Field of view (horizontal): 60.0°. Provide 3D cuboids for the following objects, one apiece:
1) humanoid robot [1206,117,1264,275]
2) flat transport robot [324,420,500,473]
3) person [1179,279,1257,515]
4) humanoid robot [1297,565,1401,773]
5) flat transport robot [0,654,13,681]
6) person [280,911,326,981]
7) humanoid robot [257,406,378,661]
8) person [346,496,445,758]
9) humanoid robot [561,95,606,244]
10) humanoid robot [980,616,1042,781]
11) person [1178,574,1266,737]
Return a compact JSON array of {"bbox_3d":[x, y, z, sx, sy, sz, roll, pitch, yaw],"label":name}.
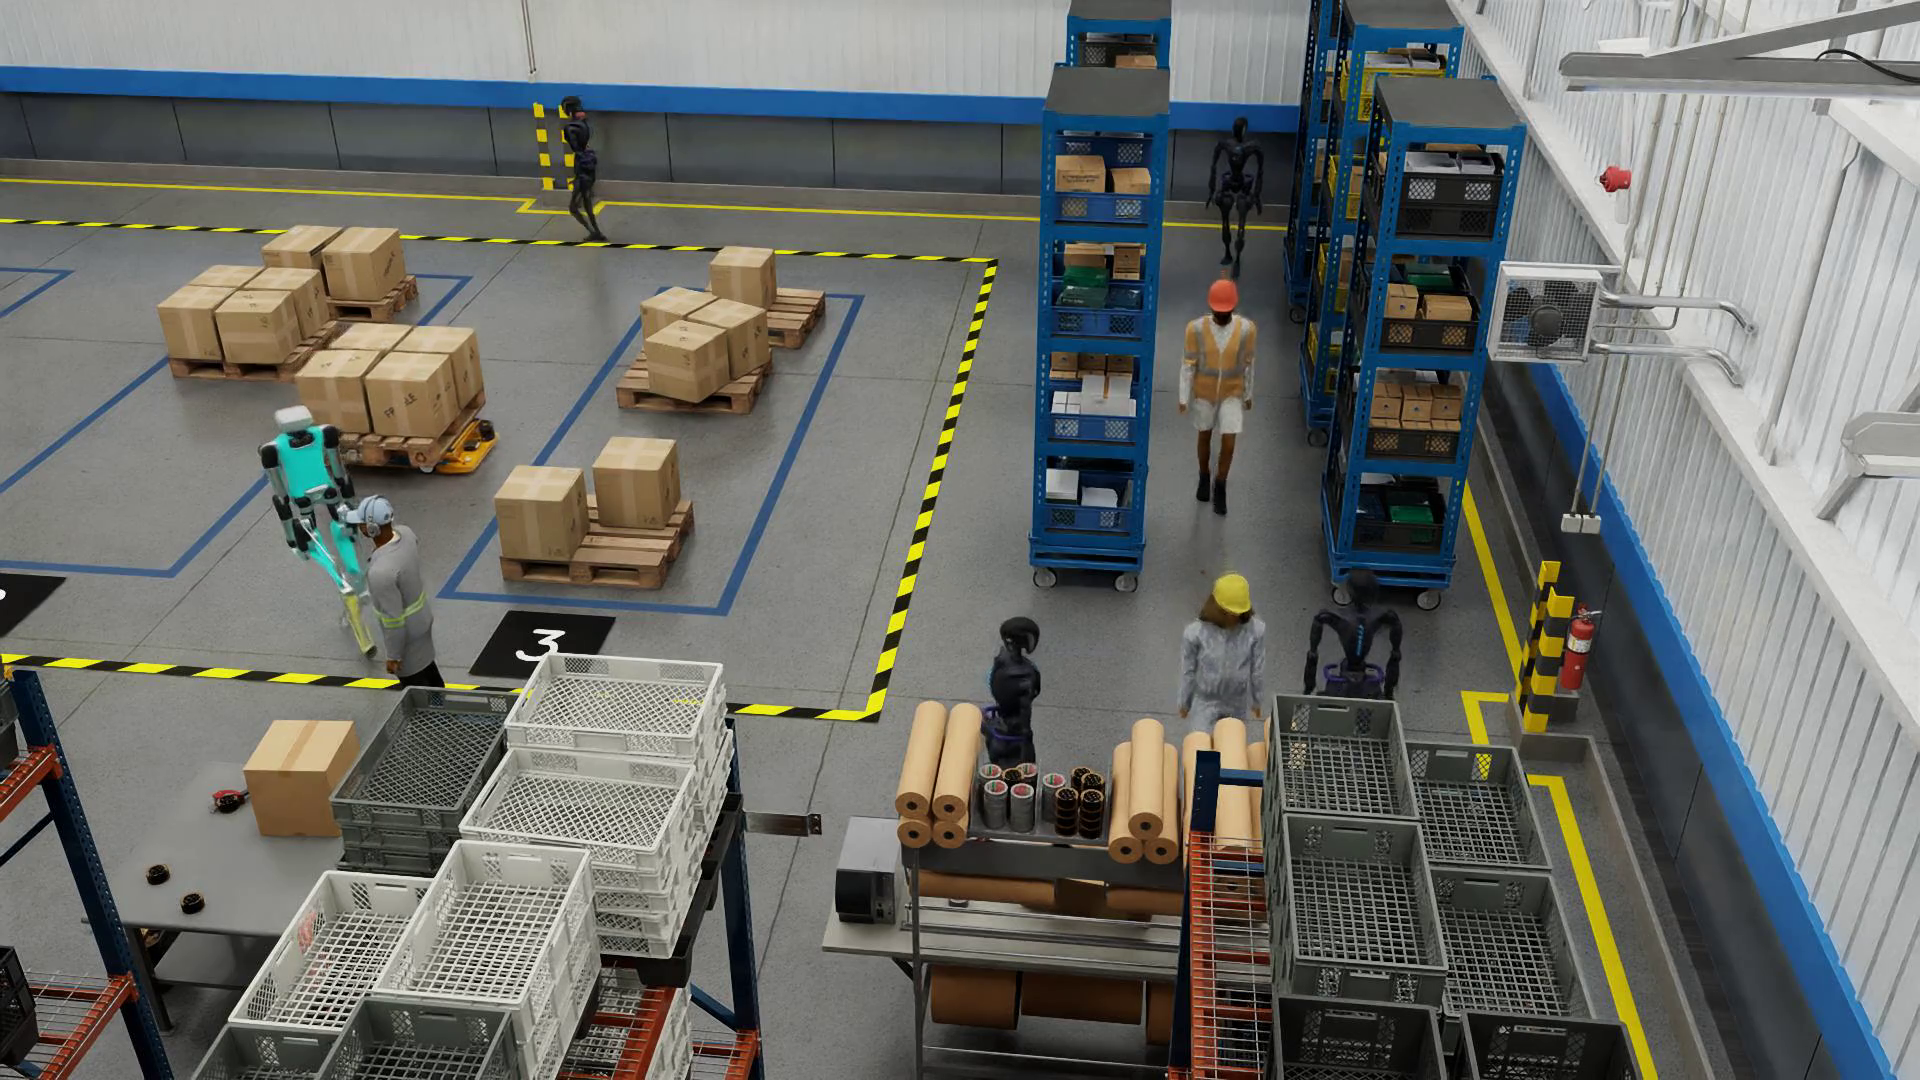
[{"bbox_3d":[2.891,-3.641,17.540,0.612,1.635,0.647,10,32,16],"label":"humanoid robot"},{"bbox_3d":[-4.708,-0.830,14.071,1.431,0.197,0.652,3,30,6],"label":"flat transport robot"},{"bbox_3d":[1.989,-1.104,12.932,0.580,1.909,0.710,4,30,7],"label":"person"},{"bbox_3d":[2.291,0.887,9.756,0.584,1.649,0.471,1,30,1],"label":"humanoid robot"},{"bbox_3d":[-7.142,0.969,11.010,1.431,0.231,0.659,3,30,6],"label":"flat transport robot"},{"bbox_3d":[-2.410,2.245,7.109,0.598,1.998,0.977,18,35,28],"label":"person"},{"bbox_3d":[-4.175,0.040,11.208,0.544,1.773,1.024,-24,38,-35],"label":"humanoid robot"},{"bbox_3d":[-3.422,0.548,10.160,0.395,1.850,0.589,-1,30,-1],"label":"person"},{"bbox_3d":[-4.148,-4.059,18.242,0.355,1.640,0.608,-2,30,-3],"label":"humanoid robot"},{"bbox_3d":[0.255,1.156,9.321,0.562,1.653,0.614,-8,31,-13],"label":"humanoid robot"},{"bbox_3d":[1.507,0.888,9.716,0.493,1.714,0.768,-5,31,-8],"label":"person"}]
